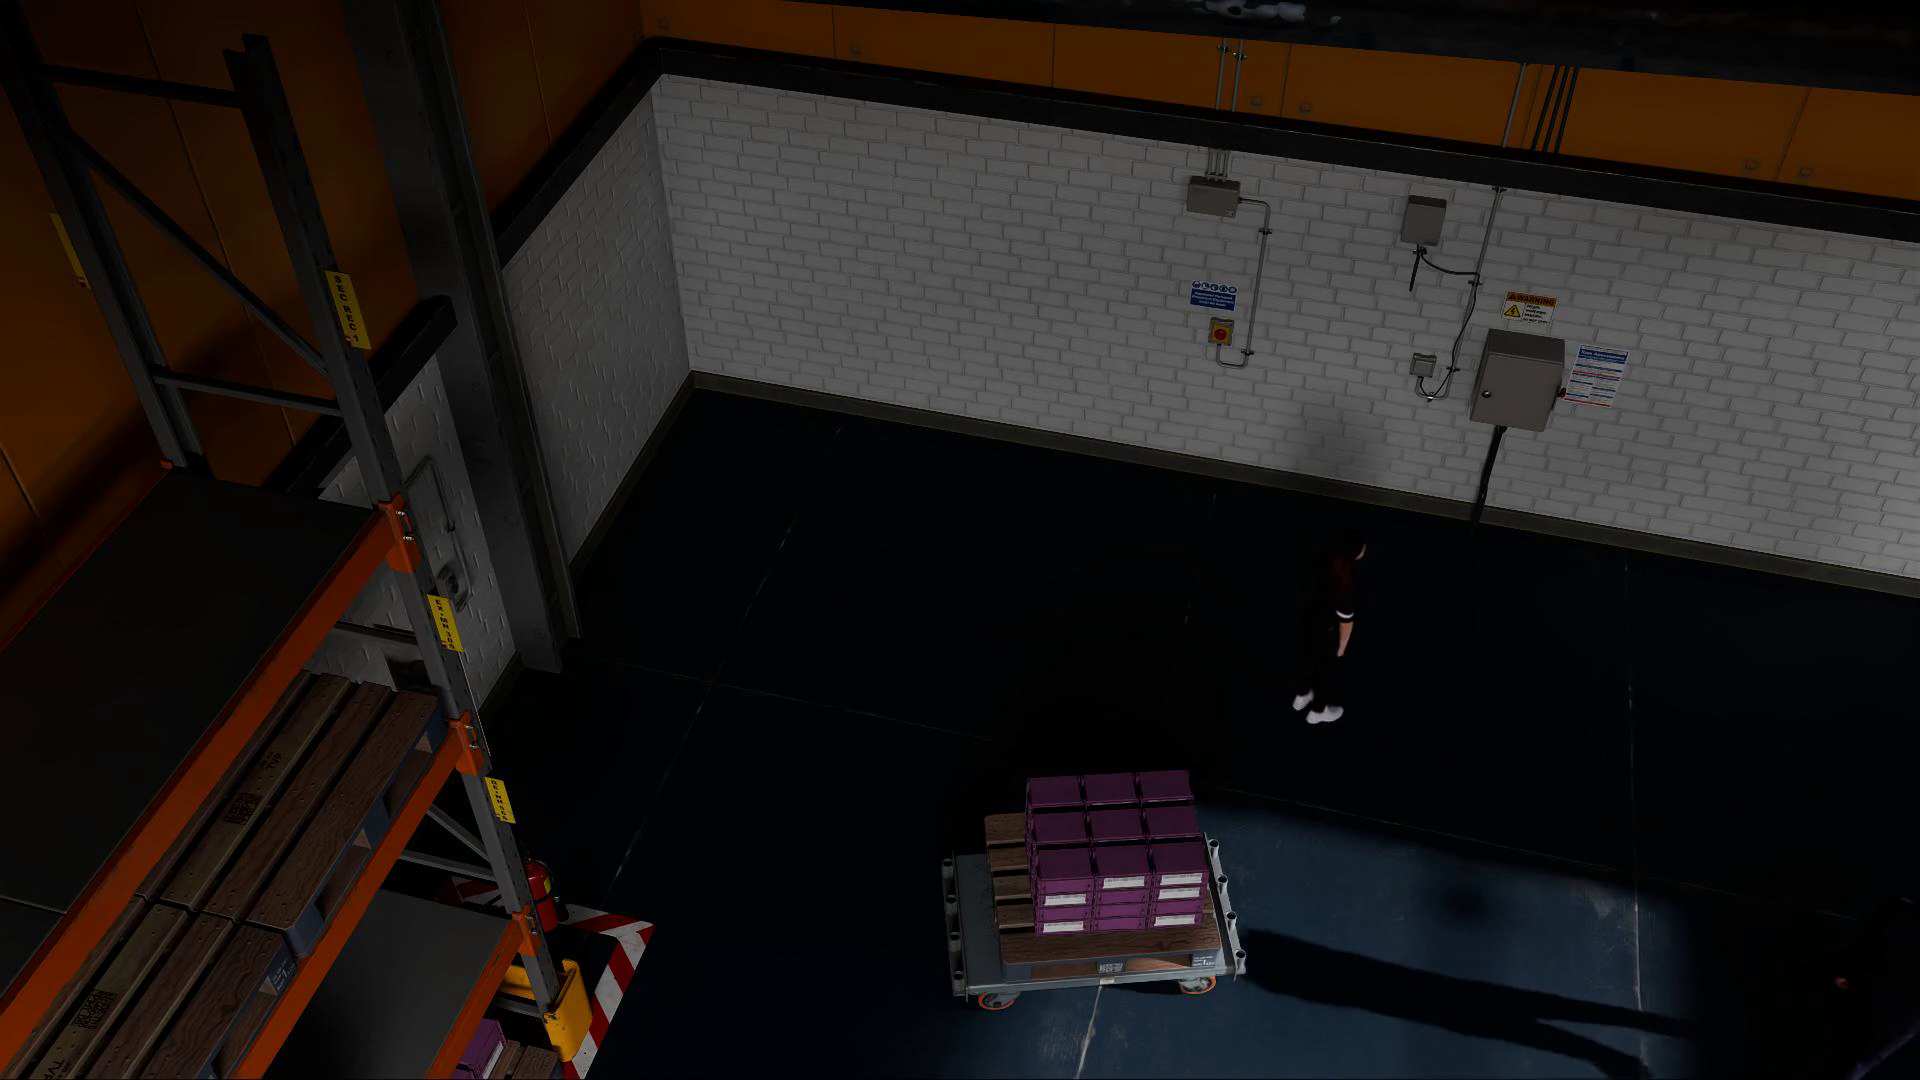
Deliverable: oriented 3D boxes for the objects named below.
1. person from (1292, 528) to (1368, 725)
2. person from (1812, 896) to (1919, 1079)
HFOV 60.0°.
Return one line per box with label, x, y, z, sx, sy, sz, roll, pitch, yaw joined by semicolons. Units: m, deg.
person;2.290;0.533;10.523;0.774;1.637;0.695;-16;46;-16
person;4.674;2.386;8.471;1.205;1.785;1.202;-17;46;-17
